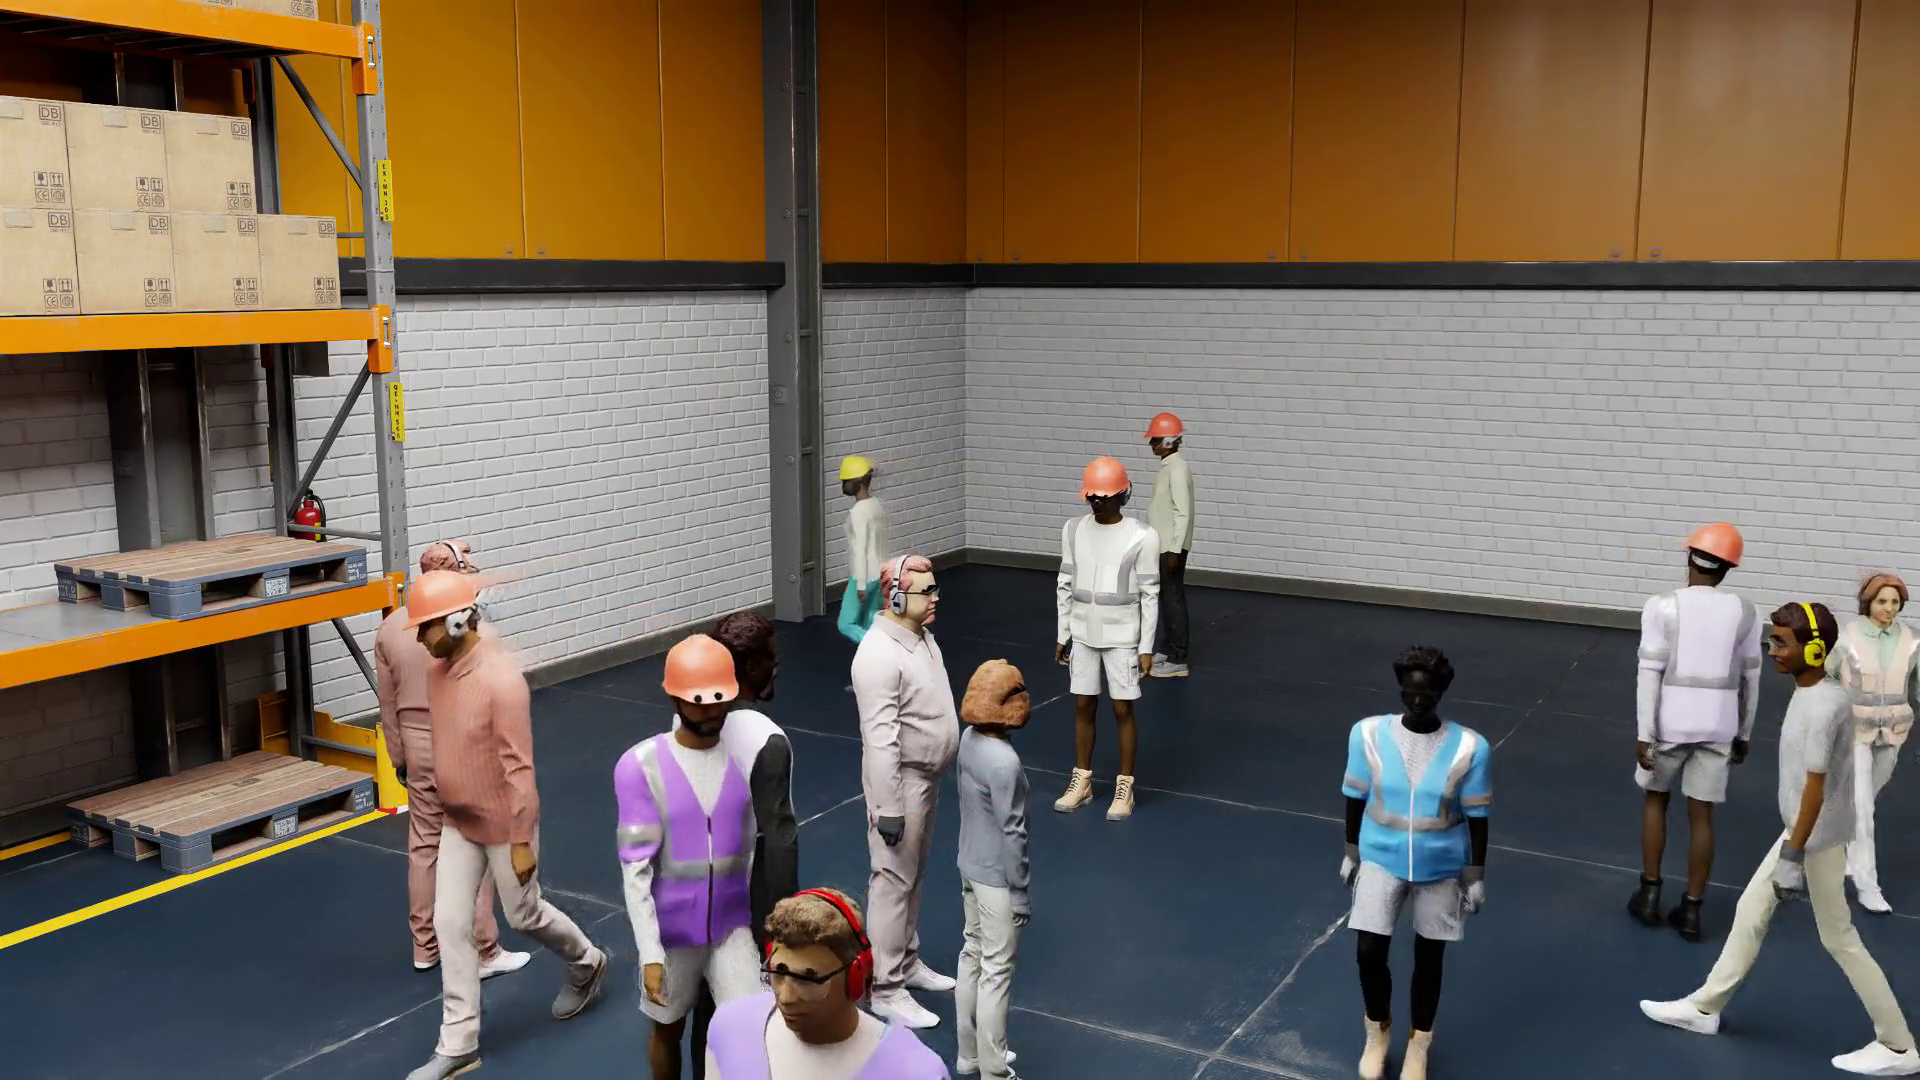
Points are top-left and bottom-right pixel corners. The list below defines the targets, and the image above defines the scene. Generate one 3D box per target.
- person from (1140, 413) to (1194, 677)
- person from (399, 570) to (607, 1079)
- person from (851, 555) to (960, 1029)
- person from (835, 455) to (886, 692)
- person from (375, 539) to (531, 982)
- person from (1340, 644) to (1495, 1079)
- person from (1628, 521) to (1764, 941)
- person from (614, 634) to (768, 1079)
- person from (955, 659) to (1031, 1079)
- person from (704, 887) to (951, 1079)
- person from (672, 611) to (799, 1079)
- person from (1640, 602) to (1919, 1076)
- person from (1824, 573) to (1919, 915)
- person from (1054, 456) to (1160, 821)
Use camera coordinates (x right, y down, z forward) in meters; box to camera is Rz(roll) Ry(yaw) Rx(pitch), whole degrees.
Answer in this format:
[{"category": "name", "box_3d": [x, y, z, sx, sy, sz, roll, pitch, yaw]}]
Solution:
[{"category": "person", "box_3d": [1.562, 0.034, 12.556, 0.397, 1.990, 0.622, 0, 9, -2]}, {"category": "person", "box_3d": [-1.753, 1.051, 6.418, 0.632, 1.941, 0.927, 7, 11, 37]}, {"category": "person", "box_3d": [-0.205, 1.002, 6.789, 0.409, 1.908, 0.647, 2, 9, 11]}, {"category": "person", "box_3d": [-0.668, 0.264, 11.879, 0.441, 1.747, 0.524, 3, 10, 17]}, {"category": "person", "box_3d": [-2.168, 0.941, 7.163, 0.652, 1.906, 0.404, 4, 10, 24]}, {"category": "person", "box_3d": [1.666, 1.215, 6.115, 0.552, 1.681, 0.435, 3, 10, 19]}, {"category": "person", "box_3d": [3.394, 0.866, 7.666, 0.558, 1.889, 0.601, 2, 9, 11]}, {"category": "person", "box_3d": [-0.790, 1.251, 5.294, 0.556, 1.890, 0.946, -5, 10, -28]}, {"category": "person", "box_3d": [0.137, 1.241, 6.135, 0.280, 1.636, 0.500, -3, 10, -20]}, {"category": "person", "box_3d": [-0.322, 1.590, 3.441, 0.574, 1.805, 0.844, 6, 11, 31]}, {"category": "person", "box_3d": [-0.741, 1.187, 5.589, 0.390, 1.920, 0.587, -8, 12, -42]}, {"category": "person", "box_3d": [3.218, 1.124, 6.347, 0.991, 1.807, 0.534, 3, 10, 21]}, {"category": "person", "box_3d": [4.444, 0.946, 8.098, 0.534, 1.589, 0.857, 1, 9, 5]}, {"category": "person", "box_3d": [0.799, 0.544, 9.245, 0.605, 2.035, 0.389, 5, 10, 29]}]
